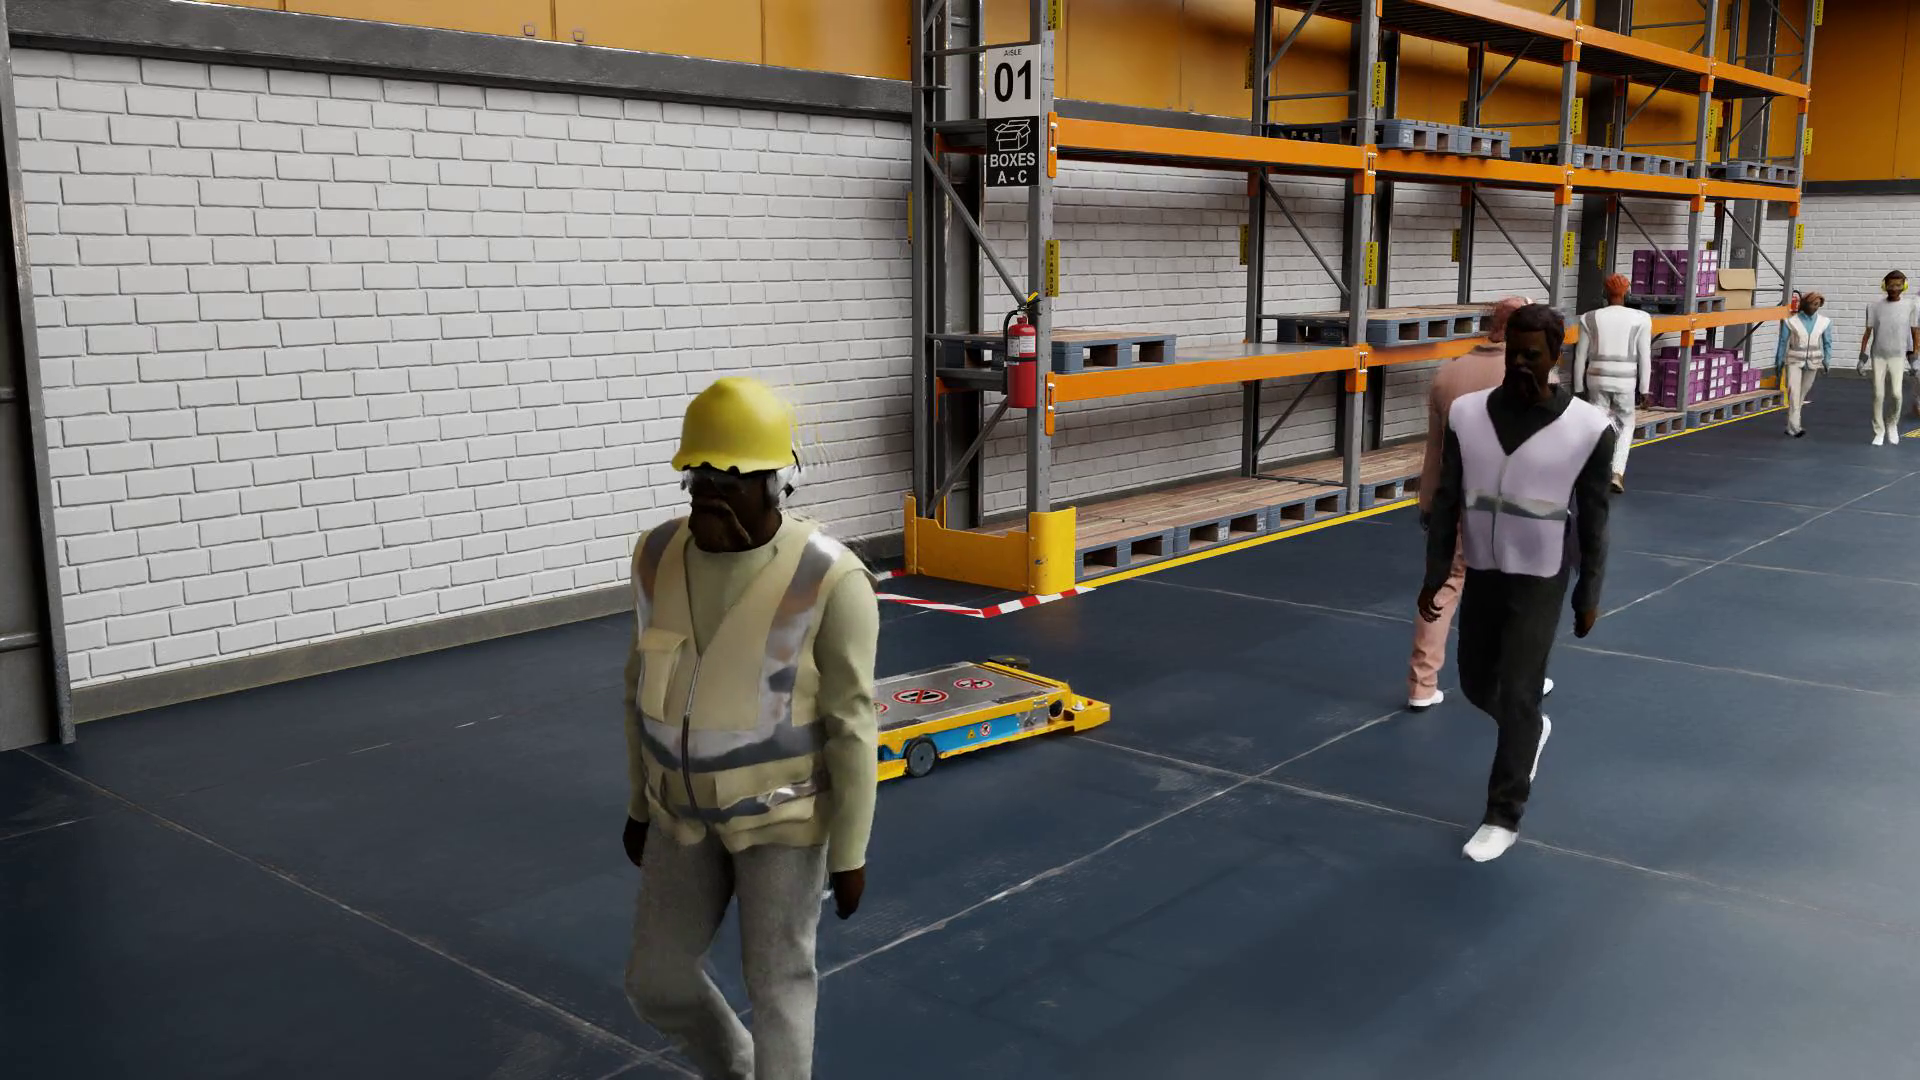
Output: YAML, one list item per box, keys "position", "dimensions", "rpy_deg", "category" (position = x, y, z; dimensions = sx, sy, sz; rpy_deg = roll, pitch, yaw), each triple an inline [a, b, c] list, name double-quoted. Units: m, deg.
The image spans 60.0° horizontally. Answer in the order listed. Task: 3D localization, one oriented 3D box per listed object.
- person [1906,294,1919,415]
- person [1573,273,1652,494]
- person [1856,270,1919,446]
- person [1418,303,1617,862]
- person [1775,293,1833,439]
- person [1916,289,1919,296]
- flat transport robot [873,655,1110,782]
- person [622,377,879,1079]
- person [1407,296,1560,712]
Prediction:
- position: [11.723, -2.328, 20.005]
  dimensions: [0.651, 1.810, 0.810]
  rpy_deg: [3, 10, 18]
  category: "person"
- position: [5.407, -1.276, 13.821]
  dimensions: [0.601, 1.867, 0.432]
  rpy_deg: [4, 11, 24]
  category: "person"
- position: [9.751, -1.904, 17.482]
  dimensions: [0.554, 1.847, 0.422]
  rpy_deg: [6, 12, 32]
  category: "person"
- position: [1.982, 0.117, 5.832]
  dimensions: [0.590, 1.898, 0.788]
  rpy_deg: [9, 14, 43]
  category: "person"
- position: [9.215, -1.896, 18.166]
  dimensions: [0.523, 1.579, 0.912]
  rpy_deg: [2, 10, 9]
  category: "person"
- position: [11.870, -2.434, 20.114]
  dimensions: [0.624, 1.992, 1.012]
  rpy_deg: [5, 11, 26]
  category: "person"
- position: [-0.107, 0.730, 6.962]
  dimensions: [1.431, 0.197, 0.652]
  rpy_deg: [-8, 13, -39]
  category: "flat transport robot"
- position: [-0.459, 0.567, 3.483]
  dimensions: [0.624, 1.816, 0.422]
  rpy_deg: [5, 11, 24]
  category: "person"
- position: [2.413, -0.152, 7.470]
  dimensions: [0.847, 1.854, 0.711]
  rpy_deg: [-8, 13, -37]
  category: "person"
